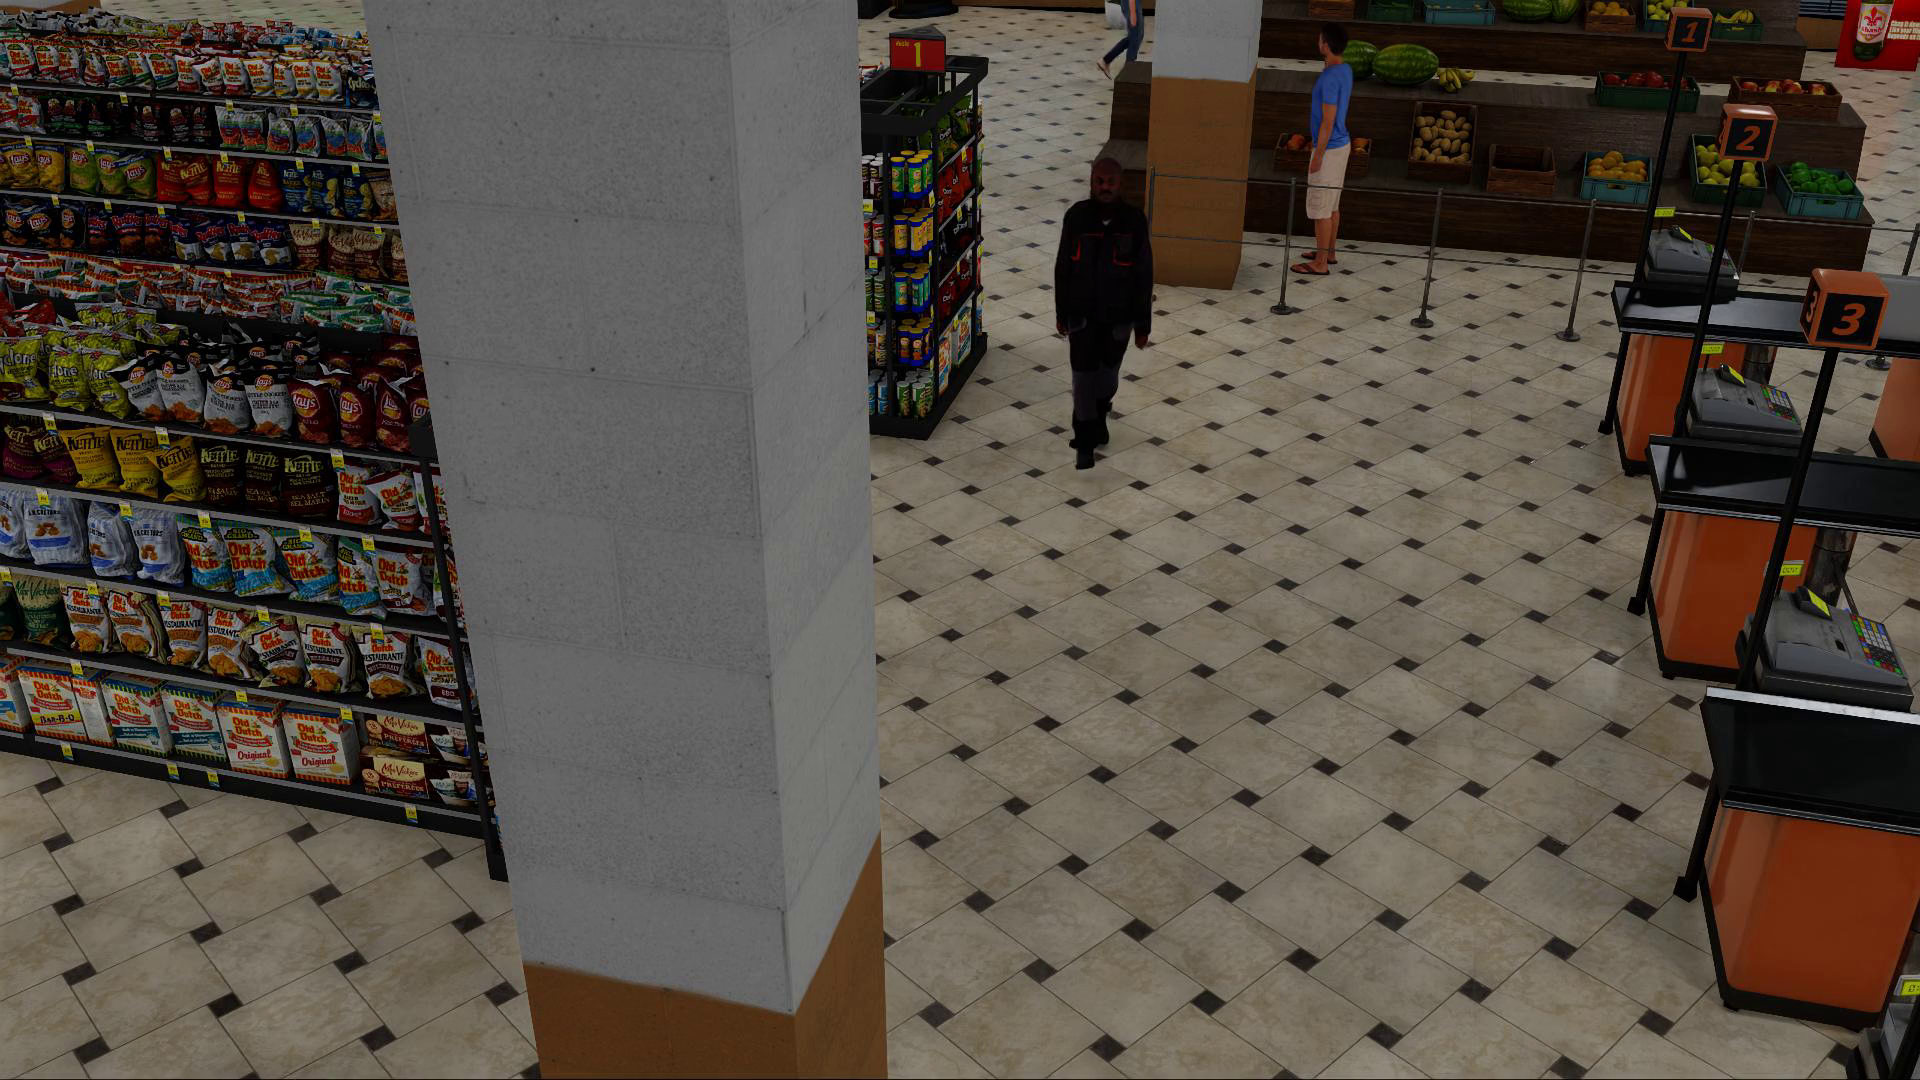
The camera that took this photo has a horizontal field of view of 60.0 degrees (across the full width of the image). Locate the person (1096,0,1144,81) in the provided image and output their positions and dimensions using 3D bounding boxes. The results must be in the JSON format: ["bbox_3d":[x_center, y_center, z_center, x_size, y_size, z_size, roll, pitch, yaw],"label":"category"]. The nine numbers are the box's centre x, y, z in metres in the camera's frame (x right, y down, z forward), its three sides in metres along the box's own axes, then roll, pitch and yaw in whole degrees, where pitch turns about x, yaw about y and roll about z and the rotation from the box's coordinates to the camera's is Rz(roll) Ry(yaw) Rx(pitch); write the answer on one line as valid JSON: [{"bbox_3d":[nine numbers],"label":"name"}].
[{"bbox_3d":[1.754,-5.673,17.712,0.842,1.718,0.647,3,29,6],"label":"person"}]

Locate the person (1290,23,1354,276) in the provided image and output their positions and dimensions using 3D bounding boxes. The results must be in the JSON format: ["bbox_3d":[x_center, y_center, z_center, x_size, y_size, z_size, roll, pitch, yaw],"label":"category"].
[{"bbox_3d":[2.792,-2.956,12.584,0.609,1.862,0.690,13,31,23],"label":"person"}]

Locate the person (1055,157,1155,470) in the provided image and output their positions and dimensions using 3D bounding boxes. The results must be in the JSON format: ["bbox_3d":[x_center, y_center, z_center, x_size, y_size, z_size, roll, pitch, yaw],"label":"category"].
[{"bbox_3d":[0.834,-1.363,9.744,1.174,1.787,0.950,1,29,2],"label":"person"}]
